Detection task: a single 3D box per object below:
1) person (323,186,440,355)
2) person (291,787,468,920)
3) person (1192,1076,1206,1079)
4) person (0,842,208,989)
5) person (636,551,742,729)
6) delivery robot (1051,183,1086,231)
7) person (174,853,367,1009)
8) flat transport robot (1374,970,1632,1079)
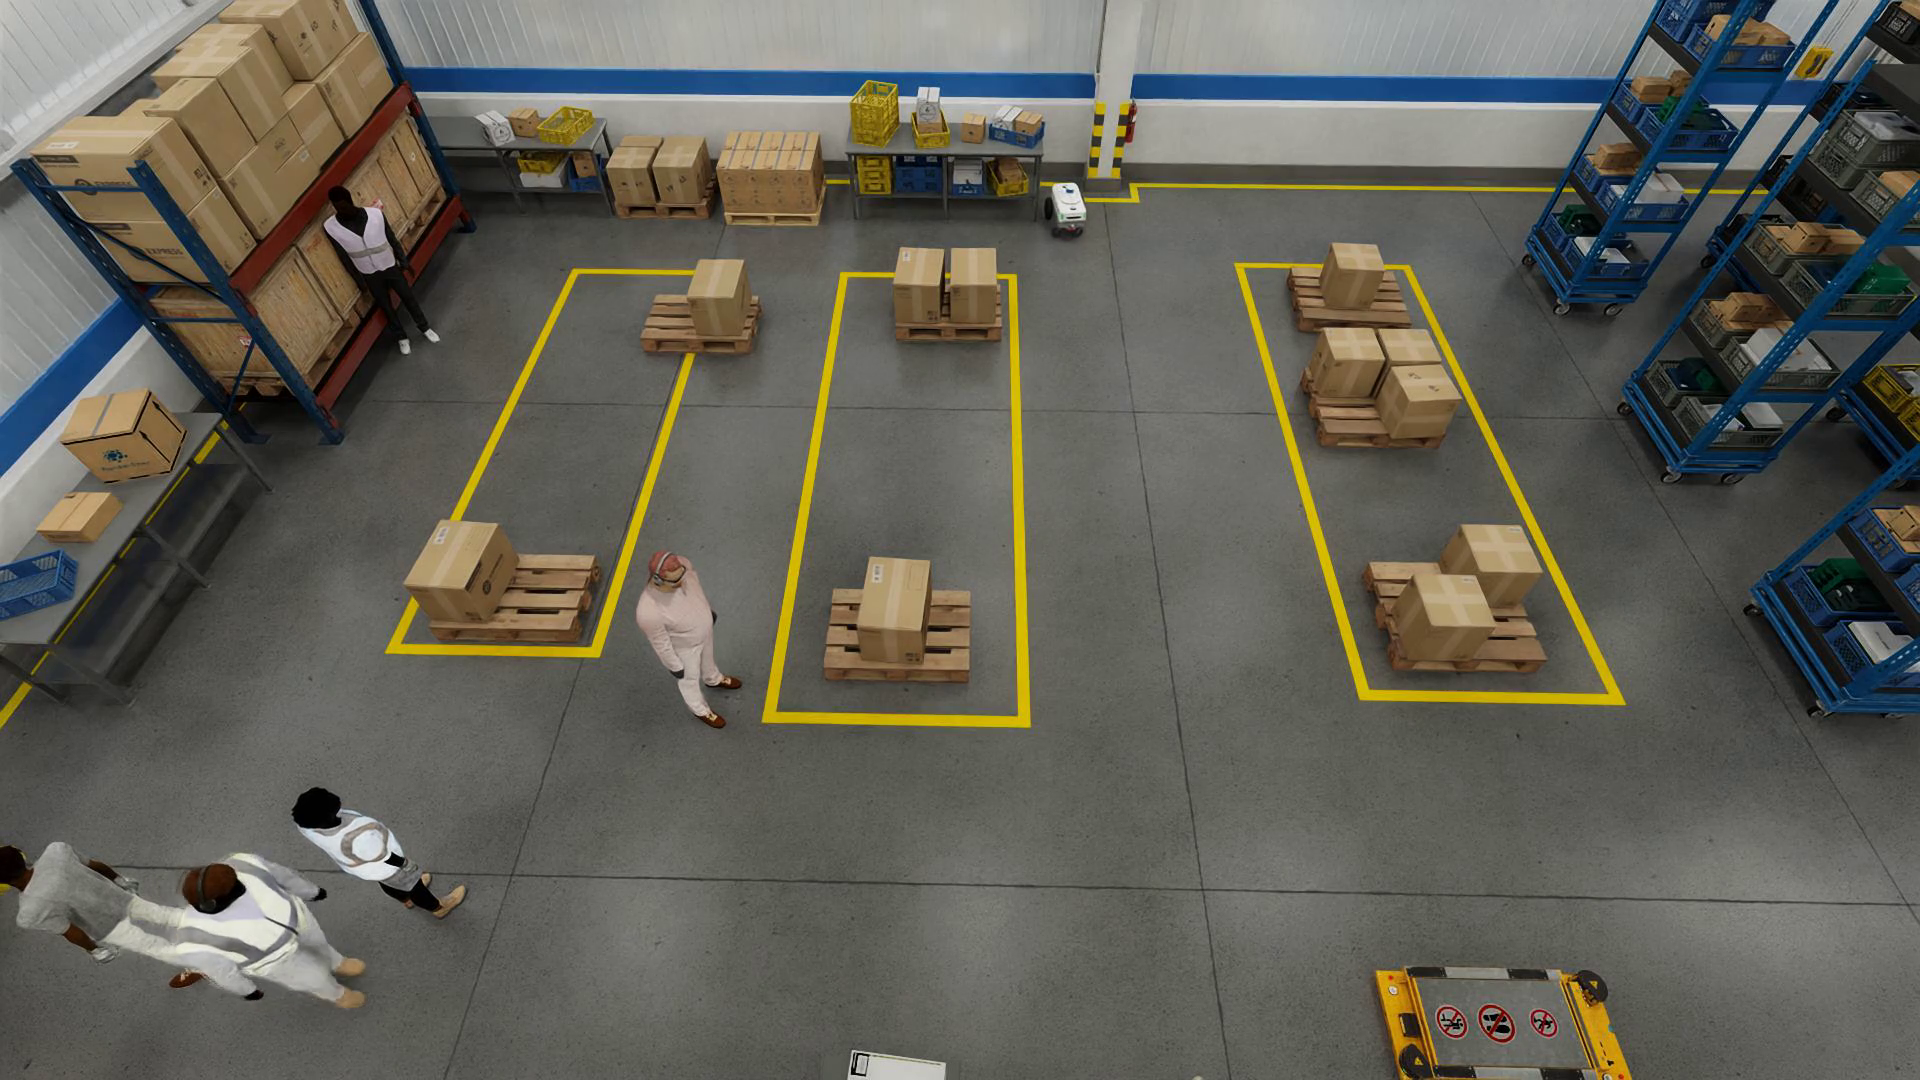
[{"bbox_3d":[-6.184,-2.893,9.774,0.589,1.915,0.398,-29,57,-22],"label":"person"},{"bbox_3d":[-3.758,2.028,5.900,0.541,1.695,0.315,15,52,12],"label":"person"},{"bbox_3d":[1.133,3.239,4.827,0.404,1.833,0.591,28,56,21],"label":"person"},{"bbox_3d":[-5.207,2.286,5.581,0.328,1.872,0.515,-12,52,-10],"label":"person"},{"bbox_3d":[-2.006,0.720,6.838,0.407,1.902,0.638,10,52,8],"label":"person"},{"bbox_3d":[1.387,-4.289,11.724,0.477,0.478,0.707,-5,51,-4],"label":"delivery robot"},{"bbox_3d":[-4.106,2.394,5.530,0.526,1.807,0.688,3,51,3],"label":"person"},{"bbox_3d":[3.501,3.133,5.914,1.431,0.197,0.652,1,51,1],"label":"flat transport robot"}]
